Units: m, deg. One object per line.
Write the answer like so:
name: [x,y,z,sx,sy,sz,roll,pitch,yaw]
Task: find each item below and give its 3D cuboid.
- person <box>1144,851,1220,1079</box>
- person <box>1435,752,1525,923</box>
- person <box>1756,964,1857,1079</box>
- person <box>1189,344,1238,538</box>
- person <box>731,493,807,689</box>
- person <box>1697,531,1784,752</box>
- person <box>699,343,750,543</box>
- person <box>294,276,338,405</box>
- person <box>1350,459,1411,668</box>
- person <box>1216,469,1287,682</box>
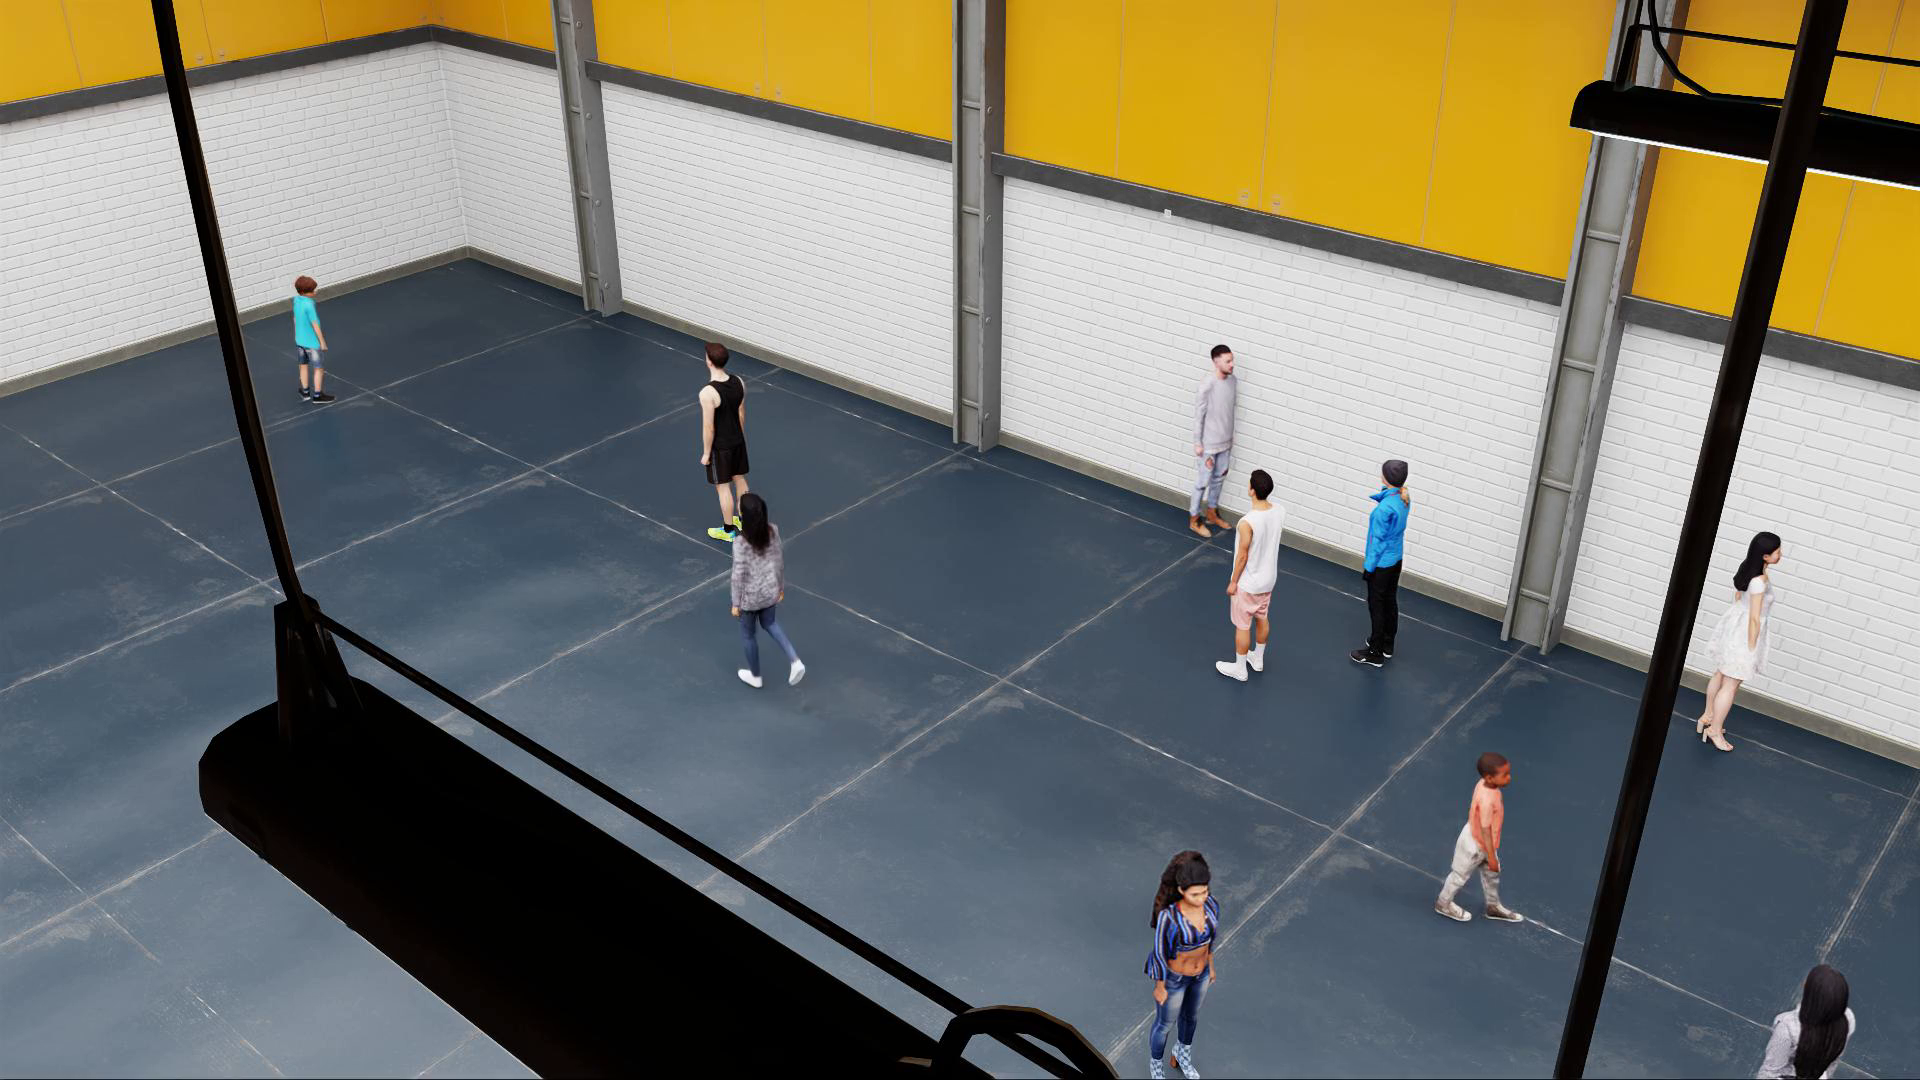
person: [1.249,2.423,9.291,0.688,1.618,0.665,-16,32,-26]
person: [3.243,1.894,10.599,0.792,1.292,0.571,15,32,26]
person: [4.214,2.820,8.452,0.671,1.725,0.712,-5,29,-10]
person: [2.318,-0.939,15.224,0.721,1.837,0.642,-21,35,-34]
person: [-1.508,0.446,12.813,0.881,1.716,0.636,24,37,37]
person: [5.749,0.730,12.231,0.791,1.774,0.764,5,29,10]
person: [-2.133,-0.889,15.078,0.563,1.891,0.675,20,34,32]
person: [-7.065,-2.170,17.906,0.422,1.430,0.753,13,31,23]
person: [3.378,0.178,13.219,0.522,1.797,0.619,23,36,36]
person: [2.311,0.280,13.040,0.676,1.789,0.631,-21,35,-34]
